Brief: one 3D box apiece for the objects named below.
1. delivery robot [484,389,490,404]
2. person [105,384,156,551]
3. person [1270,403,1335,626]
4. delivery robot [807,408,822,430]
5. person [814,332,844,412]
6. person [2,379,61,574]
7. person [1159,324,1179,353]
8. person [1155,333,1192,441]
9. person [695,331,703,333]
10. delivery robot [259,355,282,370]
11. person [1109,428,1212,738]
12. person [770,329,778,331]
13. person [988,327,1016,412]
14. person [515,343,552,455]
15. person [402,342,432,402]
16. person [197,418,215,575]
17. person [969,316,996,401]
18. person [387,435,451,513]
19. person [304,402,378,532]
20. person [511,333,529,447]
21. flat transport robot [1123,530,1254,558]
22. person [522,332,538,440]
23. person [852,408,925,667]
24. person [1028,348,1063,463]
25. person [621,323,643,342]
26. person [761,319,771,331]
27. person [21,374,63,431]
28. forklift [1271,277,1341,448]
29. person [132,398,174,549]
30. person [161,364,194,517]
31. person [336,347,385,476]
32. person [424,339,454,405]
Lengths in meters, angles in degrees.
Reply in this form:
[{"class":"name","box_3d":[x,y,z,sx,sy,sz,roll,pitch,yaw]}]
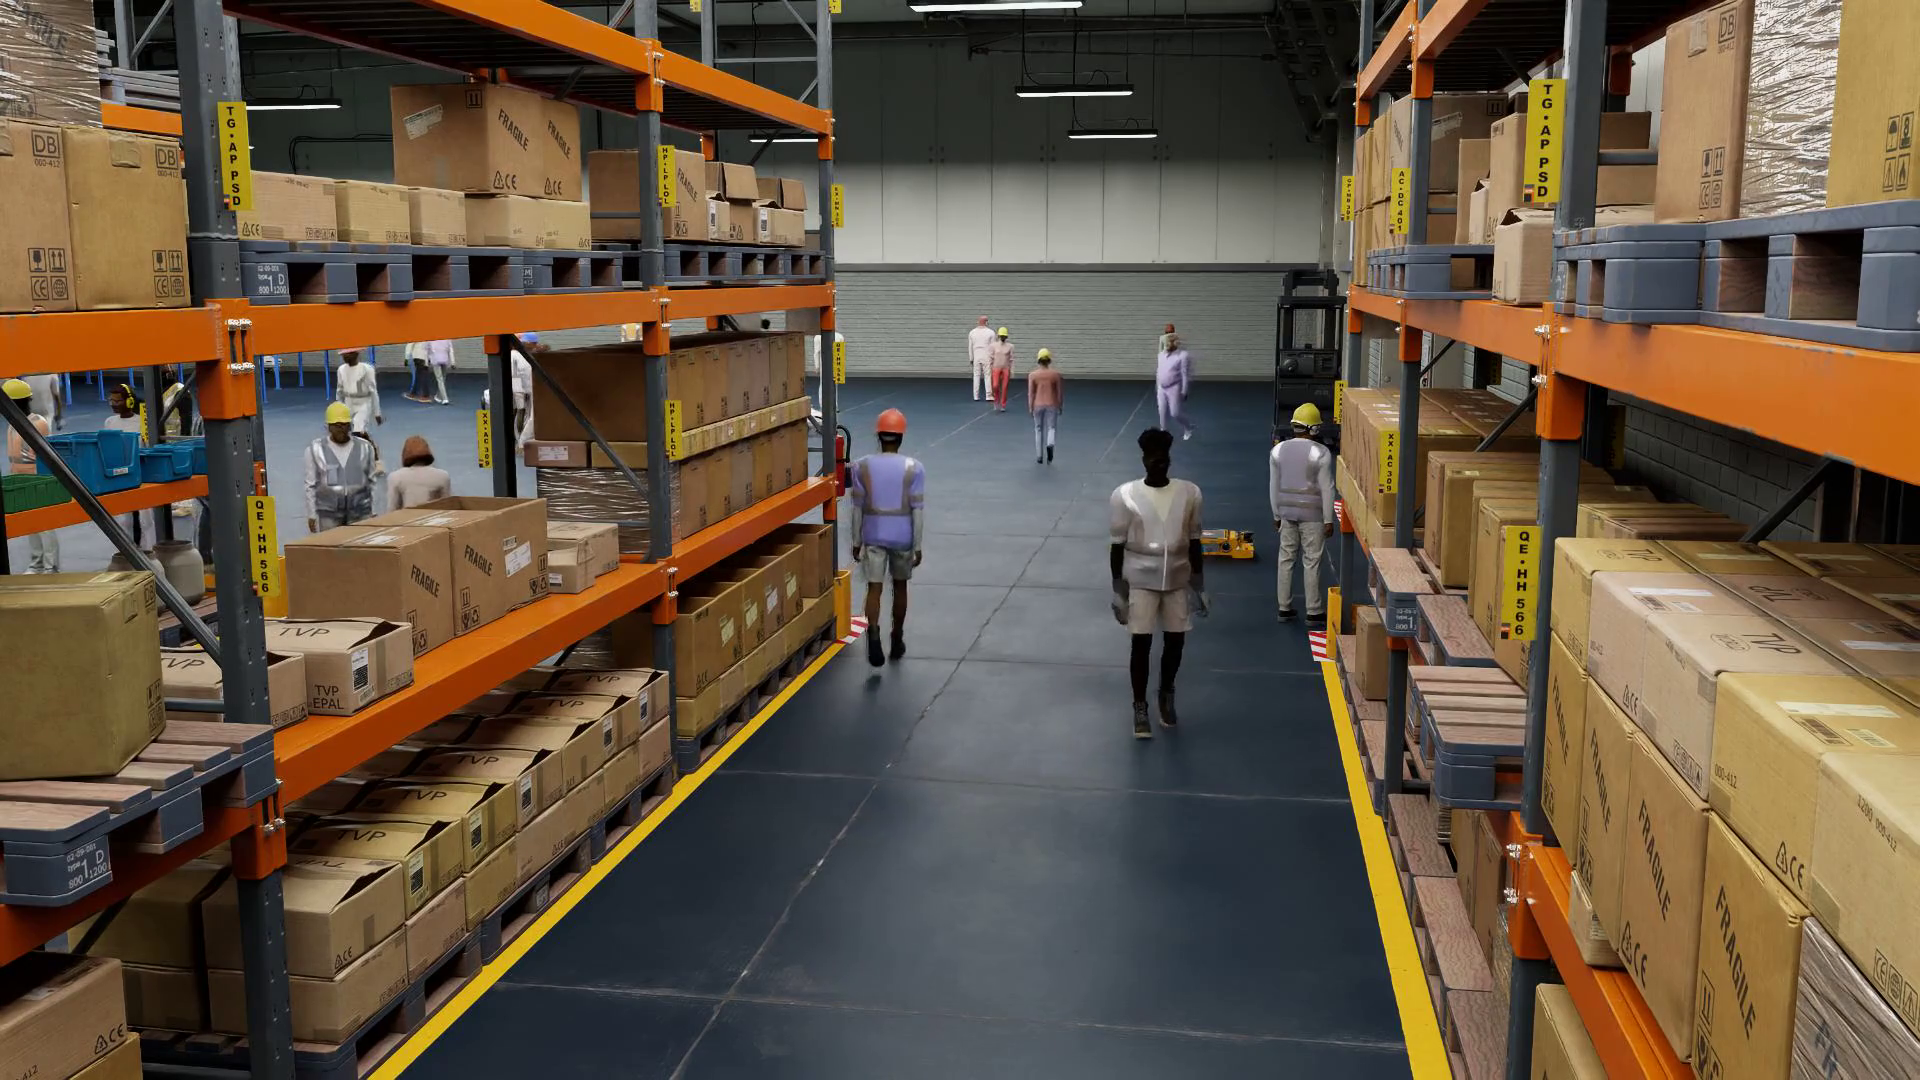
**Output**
[{"class":"delivery robot","box_3d":[-9.775,-3.022,34.870,0.477,0.478,0.707,-3,10,-20]},{"class":"person","box_3d":[-7.843,-0.550,15.755,0.514,1.866,0.332,1,9,7]},{"class":"person","box_3d":[2.852,-0.217,13.789,0.588,1.835,0.403,9,13,42]},{"class":"delivery robot","box_3d":[-2.704,-2.163,29.572,0.707,0.478,0.477,-5,10,-27]},{"class":"person","box_3d":[-2.704,-3.617,34.440,0.635,1.937,0.352,-3,10,-19]},{"class":"person","box_3d":[-8.658,-0.534,15.478,0.590,1.920,0.388,7,11,36]},{"class":"person","box_3d":[5.069,-4.416,40.303,0.501,1.633,0.283,3,10,17]},{"class":"person","box_3d":[3.583,-2.540,27.958,0.664,1.888,0.650,-9,13,-43]},{"class":"person","box_3d":[-4.422,-2.708,29.046,0.875,1.875,0.642,-3,10,-19]},{"class":"delivery robot","box_3d":[-19.795,-5.084,47.585,0.707,0.478,0.477,1,9,9]},{"class":"person","box_3d":[1.255,0.256,10.566,0.671,1.952,0.608,-1,9,-8]},{"class":"person","box_3d":[-3.425,-2.996,30.919,0.563,1.838,0.389,5,10,28]},{"class":"person","box_3d":[0.874,-3.520,34.409,0.560,1.740,0.628,0,9,0]},{"class":"person","box_3d":[-6.607,-2.205,26.229,0.976,1.796,0.623,2,9,12]},{"class":"person","box_3d":[-12.197,-4.063,37.118,0.886,1.952,0.633,2,9,14]},{"class":"person","box_3d":[-7.093,-0.587,16.093,0.702,1.817,0.531,-8,12,-40]},{"class":"person","box_3d":[0.530,-4.078,37.387,0.652,1.904,0.402,4,10,21]},{"class":"person","box_3d":[-4.389,-0.051,13.525,0.503,1.601,0.830,-1,9,-4]},{"class":"person","box_3d":[-5.205,-0.255,14.029,0.599,1.830,0.404,-5,10,-28]},{"class":"person","box_3d":[-7.316,-2.500,27.555,0.552,1.936,0.360,8,12,40]},{"class":"flat transport robot","box_3d":[2.319,0.022,17.257,1.431,0.197,0.652,1,9,9]},{"class":"person","box_3d":[-7.047,-2.469,27.441,0.653,1.932,0.408,7,12,37]},{"class":"person","box_3d":[-0.539,-0.020,12.350,0.551,1.910,0.845,1,9,4]},{"class":"person","box_3d":[1.293,-2.033,25.245,0.535,1.749,0.529,0,9,2]},{"class":"person","box_3d":[-8.271,-4.847,42.028,0.552,1.935,0.367,-1,9,-4]},{"class":"person","box_3d":[-5.203,-4.939,43.468,0.720,1.659,0.318,8,12,42]},{"class":"person","box_3d":[-12.725,-1.725,23.079,0.522,1.845,0.807,0,9,-1]},{"class":"forklift","box_3d":[5.847,-3.016,27.970,1.129,2.768,1.873,1,9,9]},{"class":"person","box_3d":[-7.991,-0.558,16.402,0.752,1.664,0.544,7,12,37]},{"class":"person","box_3d":[-9.440,-1.208,19.881,0.633,1.842,0.429,6,11,33]},{"class":"person","box_3d":[-8.452,-1.826,23.298,0.617,1.979,1.071,4,10,25]},{"class":"person","box_3d":[-11.427,-3.917,36.499,0.590,1.879,0.995,-7,12,-38]}]
